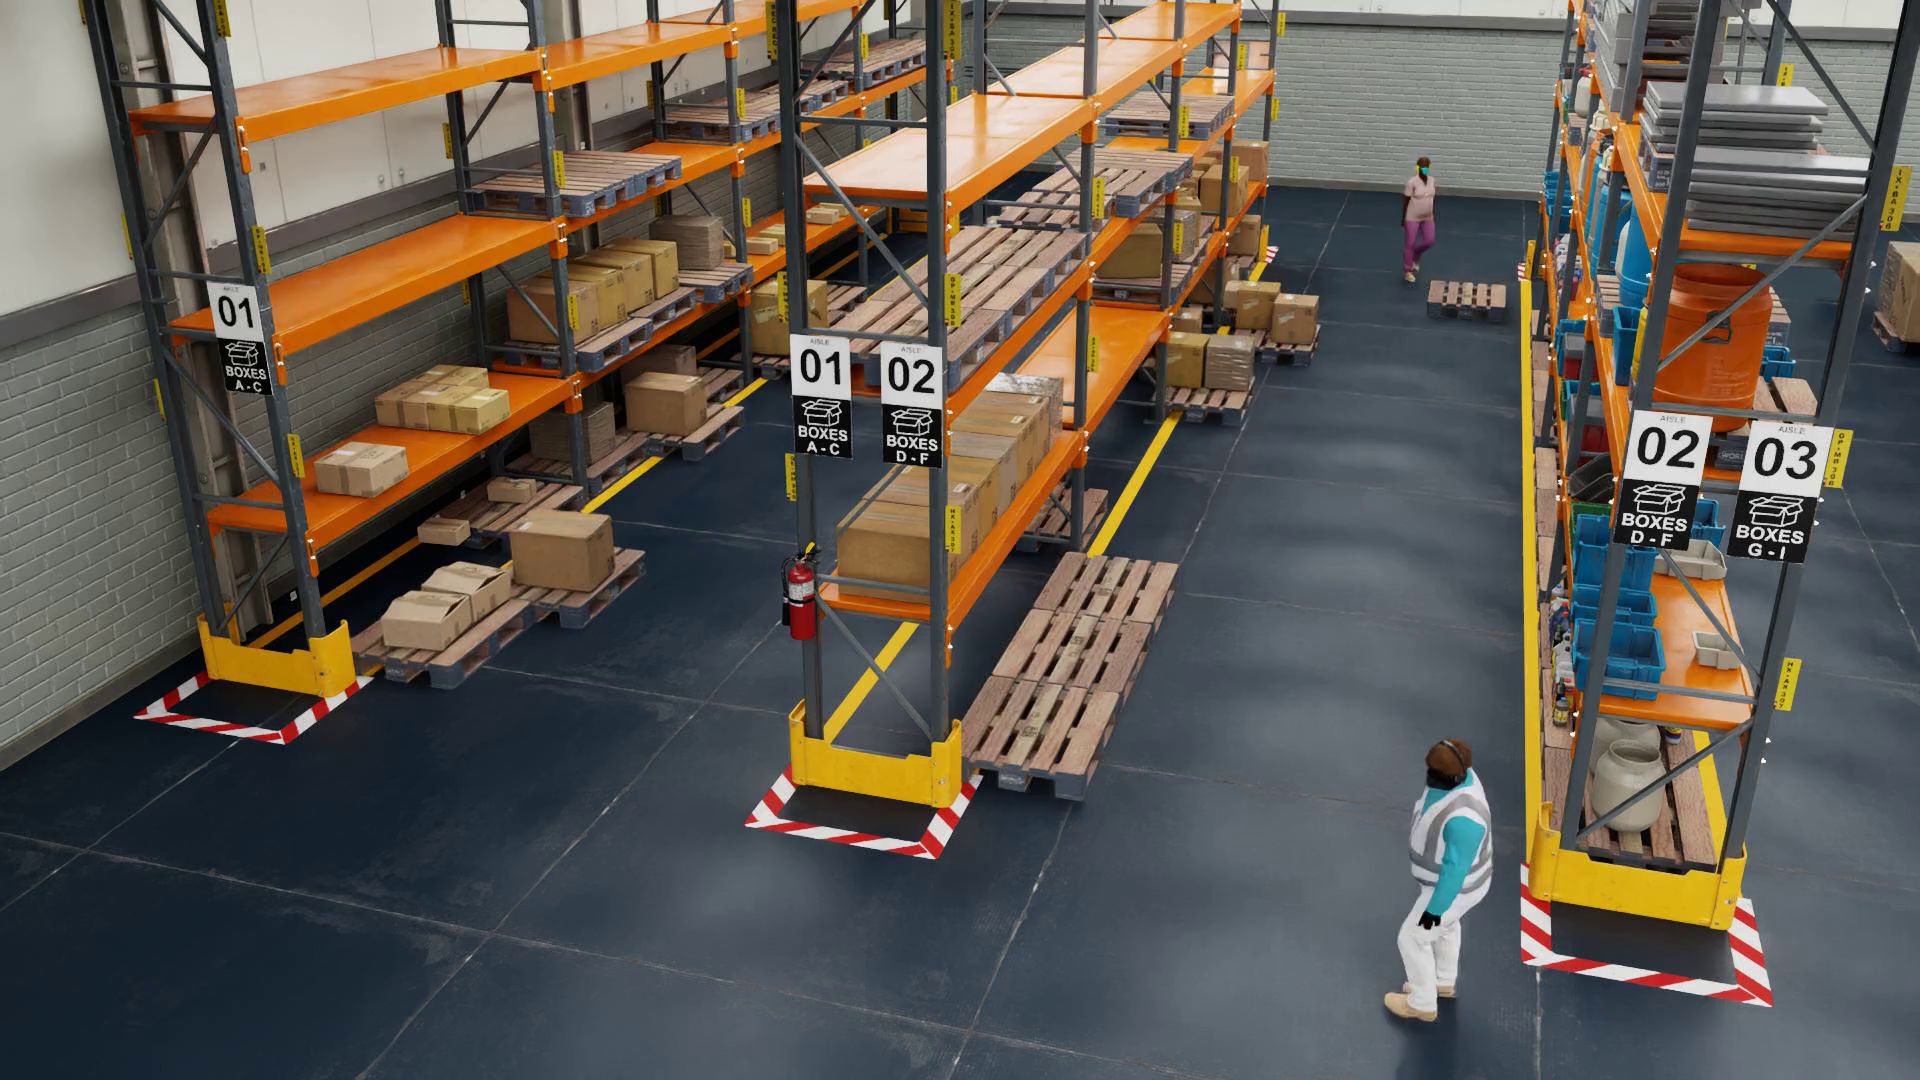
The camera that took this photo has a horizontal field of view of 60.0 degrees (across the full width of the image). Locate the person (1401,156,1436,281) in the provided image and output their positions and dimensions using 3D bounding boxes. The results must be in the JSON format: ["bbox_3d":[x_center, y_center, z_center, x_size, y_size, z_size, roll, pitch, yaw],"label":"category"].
[{"bbox_3d":[6.618,-4.630,23.982,0.545,1.791,0.432,-6,24,-14],"label":"person"}]

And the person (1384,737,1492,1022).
[{"bbox_3d":[2.589,1.844,8.971,0.501,1.811,0.631,4,24,10],"label":"person"}]
